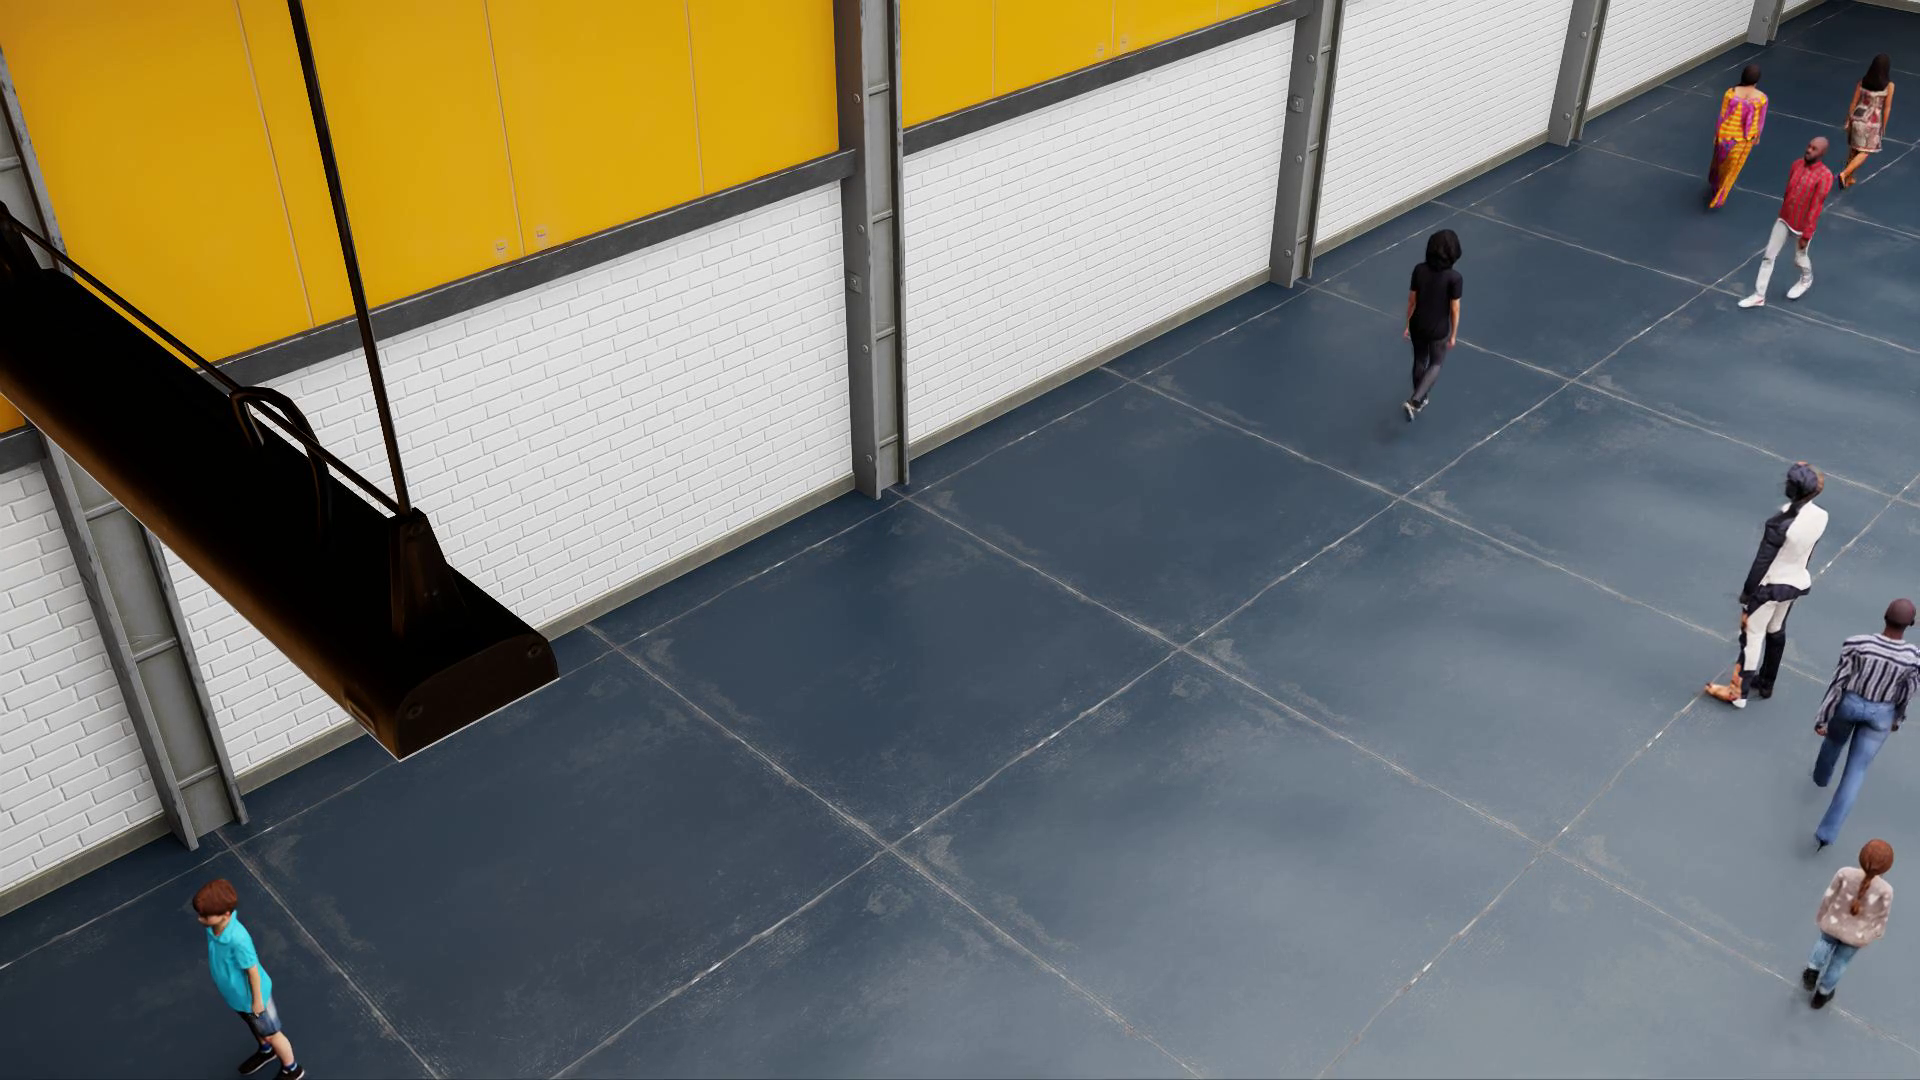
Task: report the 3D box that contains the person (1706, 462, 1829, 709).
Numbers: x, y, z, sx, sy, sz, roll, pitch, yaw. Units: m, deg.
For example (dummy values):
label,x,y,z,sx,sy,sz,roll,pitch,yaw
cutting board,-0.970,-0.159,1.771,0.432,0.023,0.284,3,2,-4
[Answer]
label,x,y,z,sx,sy,sz,roll,pitch,yaw
person,5.658,0.320,11.533,0.649,1.889,0.807,-15,36,-21

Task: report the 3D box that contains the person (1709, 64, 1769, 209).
label,x,y,z,sx,sy,sz,roll,pitch,yaw
person,8.961,-4.656,19.243,0.855,1.639,1.221,17,37,24

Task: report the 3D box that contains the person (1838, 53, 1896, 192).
label,x,y,z,sx,sy,sz,roll,pitch,yaw
person,10.637,-4.880,19.588,0.927,1.631,0.689,-25,41,-32

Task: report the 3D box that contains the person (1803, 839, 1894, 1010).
label,x,y,z,sx,sy,sz,roll,pitch,yaw
person,4.980,2.190,9.355,0.477,1.185,0.468,29,43,36

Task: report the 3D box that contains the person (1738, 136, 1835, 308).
label,x,y,z,sx,sy,sz,roll,pitch,yaw
person,8.612,-3.253,16.992,1.284,1.794,0.939,-16,37,-22

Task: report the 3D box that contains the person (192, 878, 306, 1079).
label,x,y,z,sx,sy,sz,roll,pitch,yaw
person,-3.807,2.356,8.867,0.530,1.448,0.495,25,41,33

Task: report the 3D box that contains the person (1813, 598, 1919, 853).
label,x,y,z,sx,sy,sz,roll,pitch,yaw
person,5.605,1.192,10.361,0.936,1.733,1.266,15,36,21

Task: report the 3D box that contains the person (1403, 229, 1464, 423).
label,x,y,z,sx,sy,sz,roll,pitch,yaw
person,4.182,-1.891,14.927,0.738,1.812,0.988,21,39,28
